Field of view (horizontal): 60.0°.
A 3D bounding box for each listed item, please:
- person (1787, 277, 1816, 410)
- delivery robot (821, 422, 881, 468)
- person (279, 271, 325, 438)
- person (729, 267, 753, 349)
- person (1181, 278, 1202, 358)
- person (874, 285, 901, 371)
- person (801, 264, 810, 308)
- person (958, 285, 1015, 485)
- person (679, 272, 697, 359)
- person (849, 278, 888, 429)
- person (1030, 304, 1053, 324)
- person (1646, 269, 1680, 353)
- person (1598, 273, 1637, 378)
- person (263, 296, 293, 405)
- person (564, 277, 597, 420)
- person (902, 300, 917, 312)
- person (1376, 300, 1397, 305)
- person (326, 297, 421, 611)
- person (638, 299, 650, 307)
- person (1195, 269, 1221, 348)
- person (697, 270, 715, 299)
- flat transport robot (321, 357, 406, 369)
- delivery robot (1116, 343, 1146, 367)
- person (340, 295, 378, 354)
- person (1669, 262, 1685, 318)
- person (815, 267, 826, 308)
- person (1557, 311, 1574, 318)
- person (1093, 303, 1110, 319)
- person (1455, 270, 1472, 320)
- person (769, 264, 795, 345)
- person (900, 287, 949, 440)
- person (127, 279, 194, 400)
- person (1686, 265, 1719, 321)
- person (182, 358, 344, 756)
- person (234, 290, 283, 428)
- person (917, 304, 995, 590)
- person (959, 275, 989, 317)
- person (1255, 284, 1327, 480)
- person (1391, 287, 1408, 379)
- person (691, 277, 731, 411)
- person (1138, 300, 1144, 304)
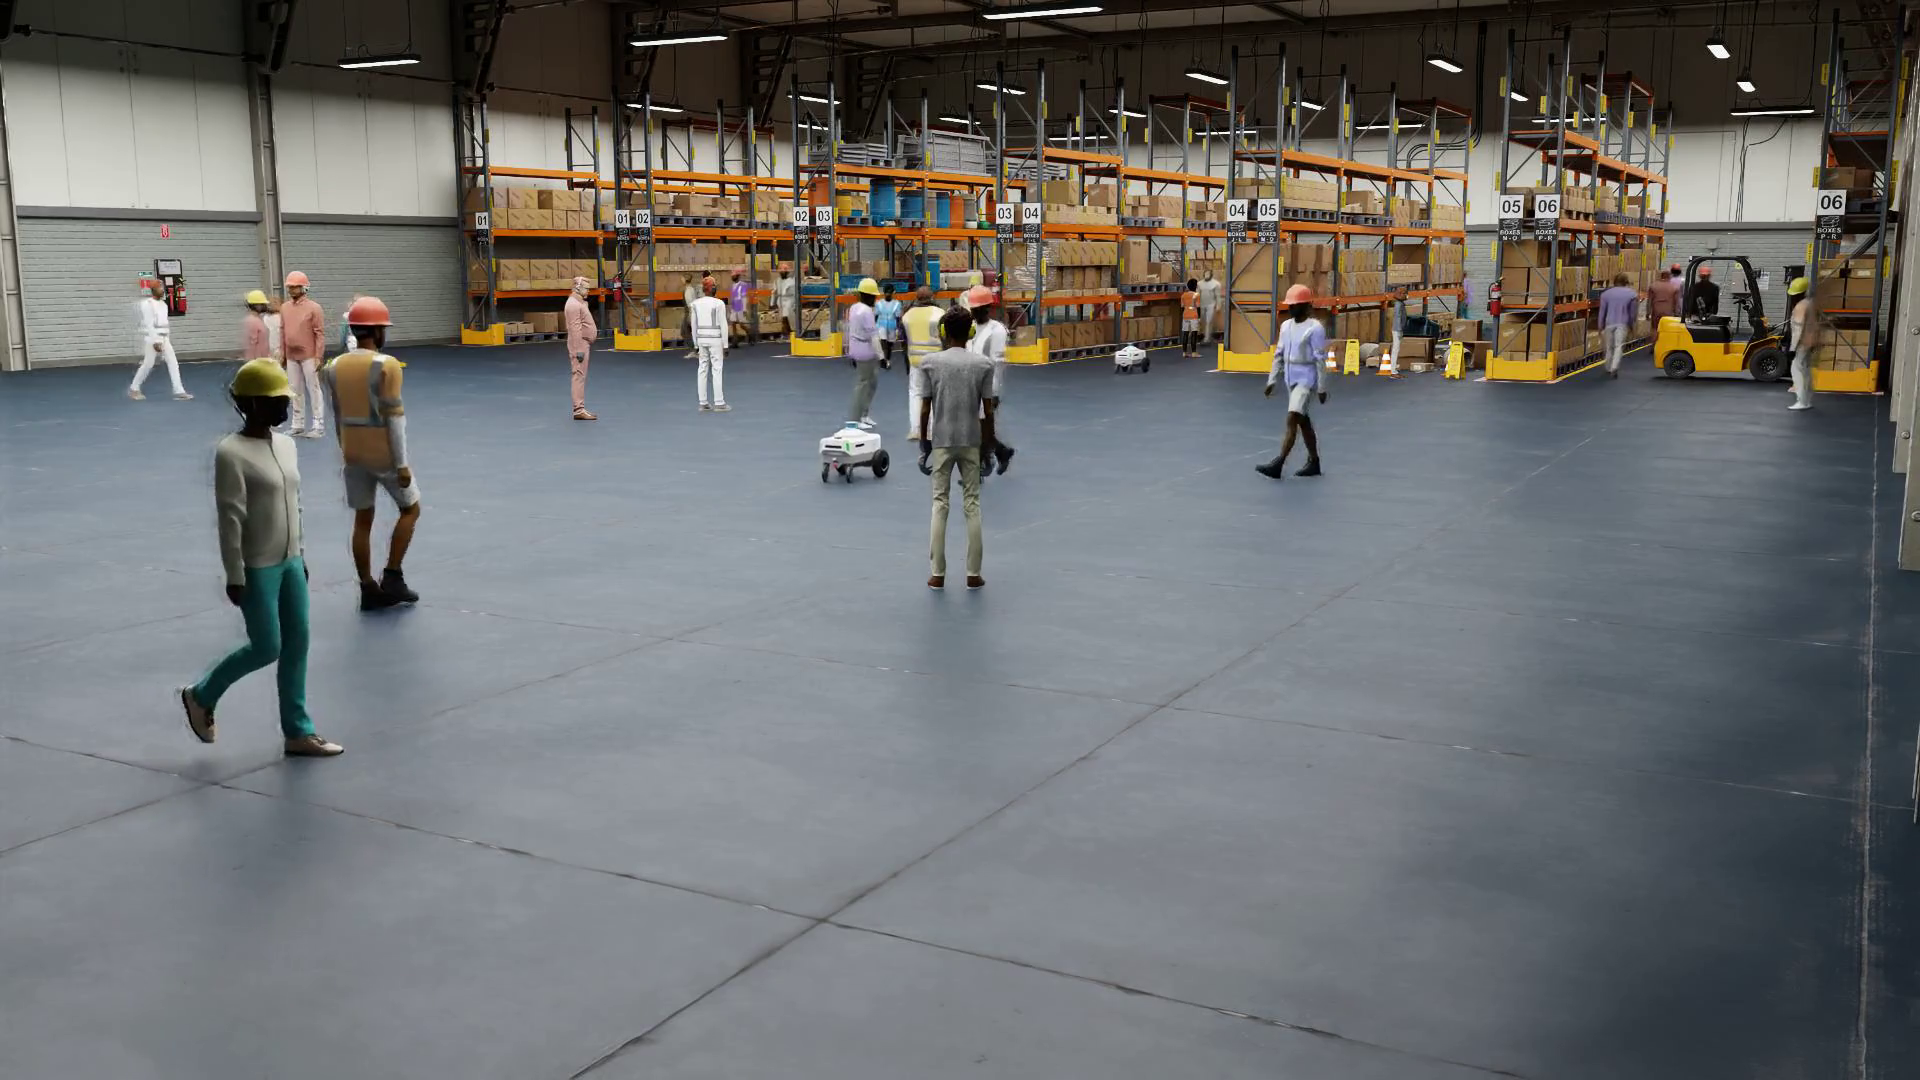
[{"bbox_3d":[11.978,-2.791,23.678,0.405,1.877,0.761,7,12,35],"label":"person"},{"bbox_3d":[-1.066,-0.913,16.236,0.477,0.478,0.707,4,11,25],"label":"delivery robot"},{"bbox_3d":[-7.901,-2.217,19.953,0.612,1.995,0.378,3,10,18],"label":"person"},{"bbox_3d":[-5.191,-5.457,39.152,0.559,1.918,0.606,7,12,36],"label":"person"},{"bbox_3d":[4.952,-4.735,35.567,0.319,1.697,0.532,-8,13,-39],"label":"person"},{"bbox_3d":[-1.384,-4.033,31.638,0.527,1.626,0.896,-1,10,-7],"label":"person"},{"bbox_3d":[-4.405,-7.055,48.423,0.623,1.958,0.937,8,13,40],"label":"person"},{"bbox_3d":[0.265,-1.482,15.894,0.673,1.910,0.575,-9,13,-41],"label":"person"},{"bbox_3d":[-5.747,-4.733,35.149,0.407,1.832,0.545,-1,10,-7],"label":"person"},{"bbox_3d":[-1.152,-2.331,20.908,0.582,1.895,0.595,-3,10,-18],"label":"person"},{"bbox_3d":[1.867,-5.192,38.243,0.496,1.697,0.923,5,11,27],"label":"person"},{"bbox_3d":[15.616,-5.055,36.914,0.669,1.869,0.873,5,11,26],"label":"person"},{"bbox_3d":[11.791,-3.853,29.880,0.622,1.899,1.047,4,11,24],"label":"person"},{"bbox_3d":[-10.031,-2.741,24.181,0.522,1.582,0.834,8,12,38],"label":"person"},{"bbox_3d":[-5.050,-2.555,22.204,0.410,1.905,0.640,-2,10,-10],"label":"person"},{"bbox_3d":[-1.241,-6.088,43.735,0.520,1.615,0.569,7,12,35],"label":"person"},{"bbox_3d":[11.672,-6.470,45.452,0.632,1.809,0.916,6,12,32],"label":"person"},{"bbox_3d":[-3.576,-0.527,10.256,0.569,1.924,0.496,4,10,22],"label":"person"},{"bbox_3d":[-7.700,-5.643,40.551,0.612,1.797,0.790,5,11,28],"label":"person"},{"bbox_3d":[5.908,-5.536,39.724,0.628,1.895,1.037,6,11,32],"label":"person"},{"bbox_3d":[-5.691,-5.167,37.616,0.508,1.864,0.329,5,11,29],"label":"person"},{"bbox_3d":[-11.440,-3.395,31.892,0.652,0.197,1.431,7,12,35],"label":"flat transport robot"},{"bbox_3d":[3.185,-3.436,31.024,0.477,0.478,0.707,6,11,30],"label":"delivery robot"},{"bbox_3d":[-9.005,-2.868,24.931,0.514,1.594,0.862,-6,12,-33],"label":"person"},{"bbox_3d":[16.873,-5.537,39.332,0.613,2.019,0.711,5,11,26],"label":"person"},{"bbox_3d":[-4.142,-6.911,47.778,0.945,1.880,0.607,-6,12,-33],"label":"person"},{"bbox_3d":[16.366,-6.514,44.979,0.959,2.000,0.679,7,12,36],"label":"person"},{"bbox_3d":[3.929,-6.588,46.227,0.557,1.751,0.361,4,11,24],"label":"person"},{"bbox_3d":[13.810,-6.480,45.462,0.834,1.820,0.569,5,11,25],"label":"person"},{"bbox_3d":[-4.329,-5.819,41.090,0.625,1.995,1.064,5,11,28],"label":"person"},{"bbox_3d":[-0.377,-2.058,19.588,0.683,1.822,0.433,5,11,26],"label":"person"},{"bbox_3d":[-12.170,-3.019,25.120,0.965,1.846,0.575,2,10,10],"label":"person"},{"bbox_3d":[15.578,-4.766,34.907,0.634,1.983,0.541,6,11,32],"label":"person"},{"bbox_3d":[-3.038,0.087,7.162,0.605,1.748,0.537,2,10,10],"label":"person"},{"bbox_3d":[-8.890,-2.268,20.971,0.505,1.753,0.530,-2,10,-9],"label":"person"},{"bbox_3d":[-0.025,-0.597,10.873,0.516,1.865,0.312,0,10,-2],"label":"person"},{"bbox_3d":[0.270,-4.416,33.416,0.598,1.802,0.847,-3,10,-15],"label":"person"},{"bbox_3d":[3.222,-1.532,16.235,0.970,1.890,0.555,-5,11,-26],"label":"person"},{"bbox_3d":[7.852,-3.704,29.714,0.278,1.634,0.497,3,10,17],"label":"person"},{"bbox_3d":[-3.496,-2.741,23.353,0.574,1.883,0.356,4,11,24],"label":"person"},{"bbox_3d":[5.646,-7.262,49.816,0.646,1.895,1.012,4,11,24],"label":"person"}]
